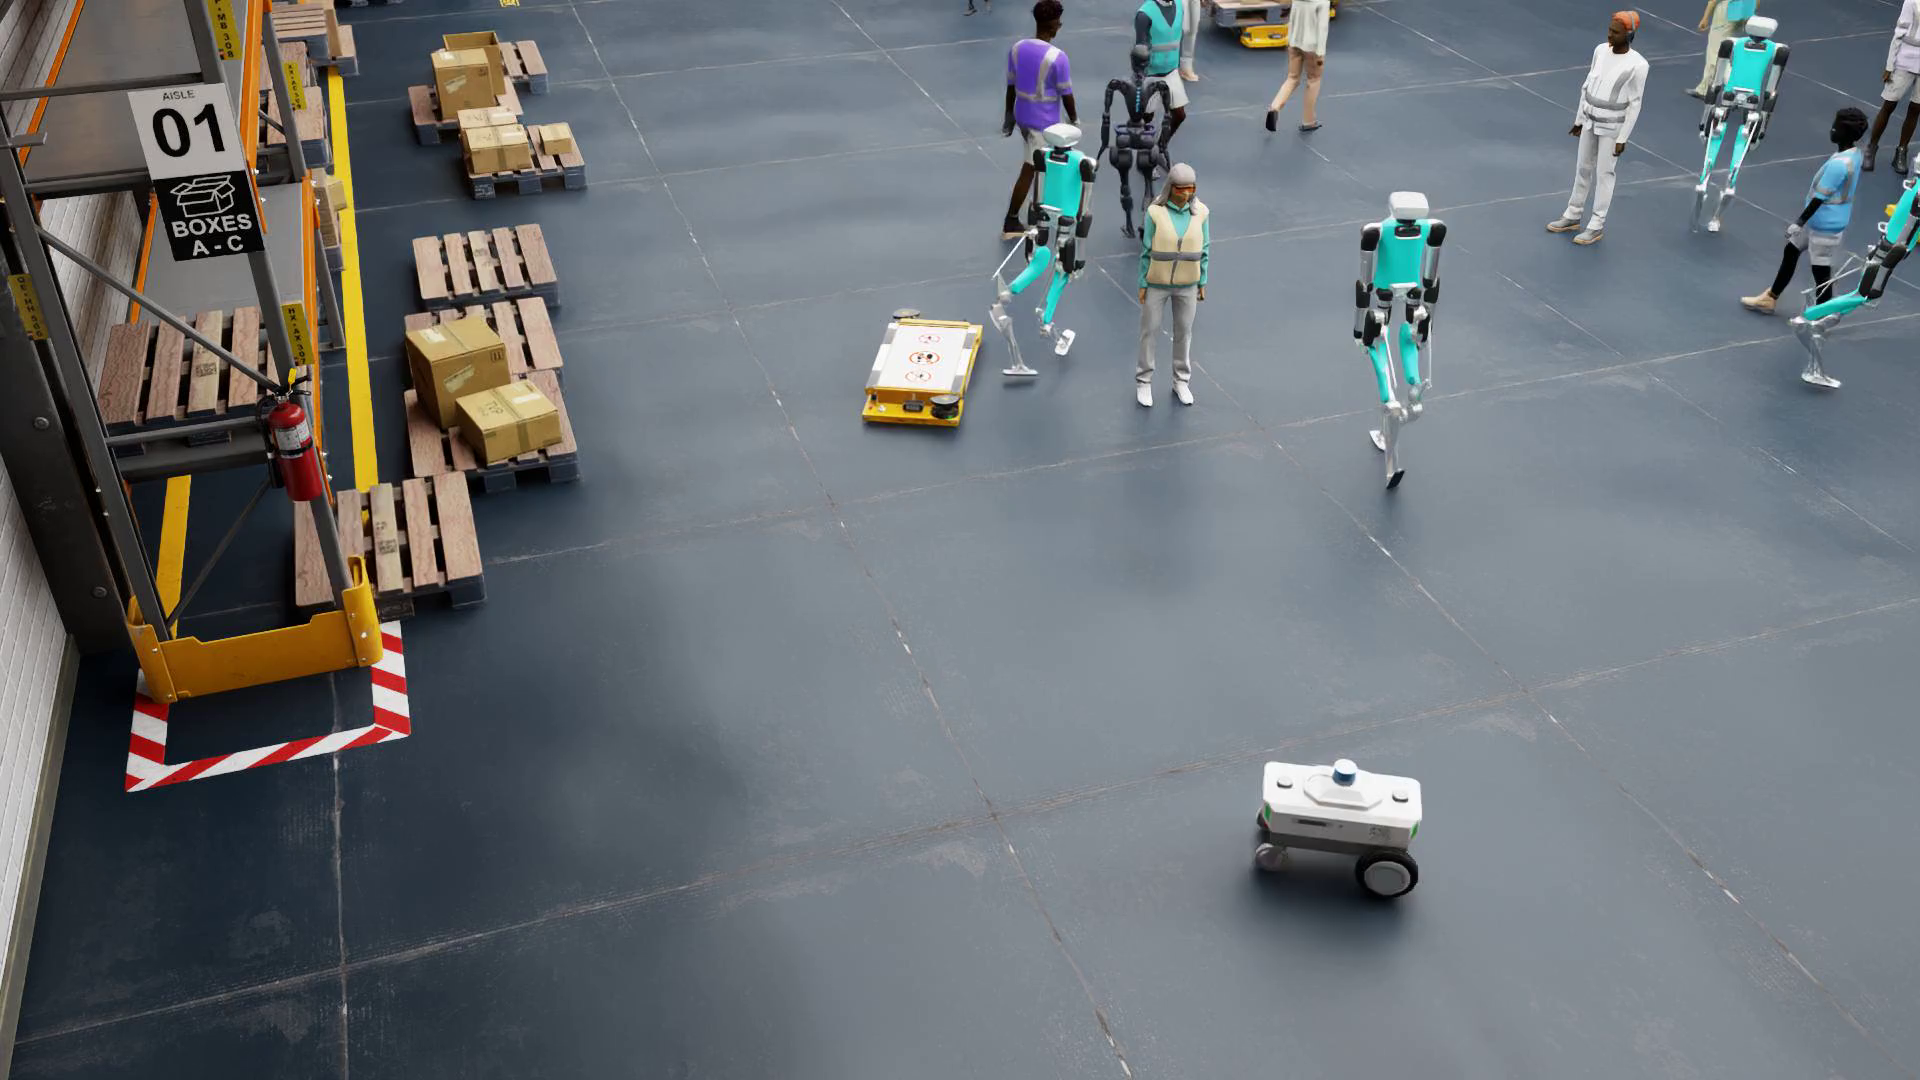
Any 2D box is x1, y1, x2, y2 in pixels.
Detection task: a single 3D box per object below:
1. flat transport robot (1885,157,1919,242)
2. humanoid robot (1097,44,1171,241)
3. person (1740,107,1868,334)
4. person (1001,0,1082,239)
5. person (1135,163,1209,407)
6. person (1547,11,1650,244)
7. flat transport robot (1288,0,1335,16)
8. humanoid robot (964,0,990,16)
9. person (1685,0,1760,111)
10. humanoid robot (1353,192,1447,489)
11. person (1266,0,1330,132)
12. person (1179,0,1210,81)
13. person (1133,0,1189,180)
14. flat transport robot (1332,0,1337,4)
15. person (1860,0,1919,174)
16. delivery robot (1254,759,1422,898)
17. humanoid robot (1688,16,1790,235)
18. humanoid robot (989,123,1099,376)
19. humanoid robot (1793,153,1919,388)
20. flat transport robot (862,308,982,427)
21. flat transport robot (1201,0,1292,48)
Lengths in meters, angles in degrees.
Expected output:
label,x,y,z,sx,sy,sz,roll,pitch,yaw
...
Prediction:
label,x,y,z,sx,sy,sz,roll,pitch,yaw
flat transport robot,8.656,-2.683,13.973,1.431,0.231,0.659,2,33,3
humanoid robot,1.418,-3.200,13.498,0.612,1.642,0.544,2,33,3
person,6.199,-2.346,12.165,0.745,1.666,0.538,18,37,25
person,0.693,-3.489,13.705,0.988,1.906,0.597,-22,39,-30
person,1.419,-1.716,11.176,0.465,1.706,0.367,-3,33,-5
person,5.217,-3.348,13.517,0.355,1.883,0.573,-14,36,-21
flat transport robot,3.941,-6.508,19.841,0.659,0.231,1.431,-4,33,-6
humanoid robot,0.162,-6.895,19.143,0.610,1.642,0.370,13,35,19
person,7.611,-5.139,16.323,0.574,1.817,0.766,-16,36,-23
humanoid robot,2.782,-1.179,10.358,0.547,1.809,0.889,-3,33,-5
person,3.237,-4.647,15.711,0.638,1.650,0.481,-26,41,-34
person,2.343,-5.658,17.089,0.482,1.856,0.438,-18,37,-25
person,1.746,-4.121,14.663,0.559,1.922,0.486,-18,37,-25
flat transport robot,3.759,-6.573,19.939,1.431,0.231,0.659,17,37,24
person,8.538,-4.223,14.808,0.542,1.939,0.365,10,34,15
delivery robot,1.758,1.278,7.652,0.814,0.612,0.499,6,34,9
humanoid robot,6.311,-3.291,13.583,0.552,1.804,0.725,13,35,19
humanoid robot,0.509,-1.927,11.471,0.575,1.719,0.969,28,42,36
humanoid robot,6.033,-1.753,11.281,0.769,1.879,0.530,16,36,22
flat transport robot,-0.246,-1.224,11.736,0.659,0.231,1.431,4,33,6
flat transport robot,3.371,-5.879,18.876,0.659,0.231,1.431,-6,34,-8
